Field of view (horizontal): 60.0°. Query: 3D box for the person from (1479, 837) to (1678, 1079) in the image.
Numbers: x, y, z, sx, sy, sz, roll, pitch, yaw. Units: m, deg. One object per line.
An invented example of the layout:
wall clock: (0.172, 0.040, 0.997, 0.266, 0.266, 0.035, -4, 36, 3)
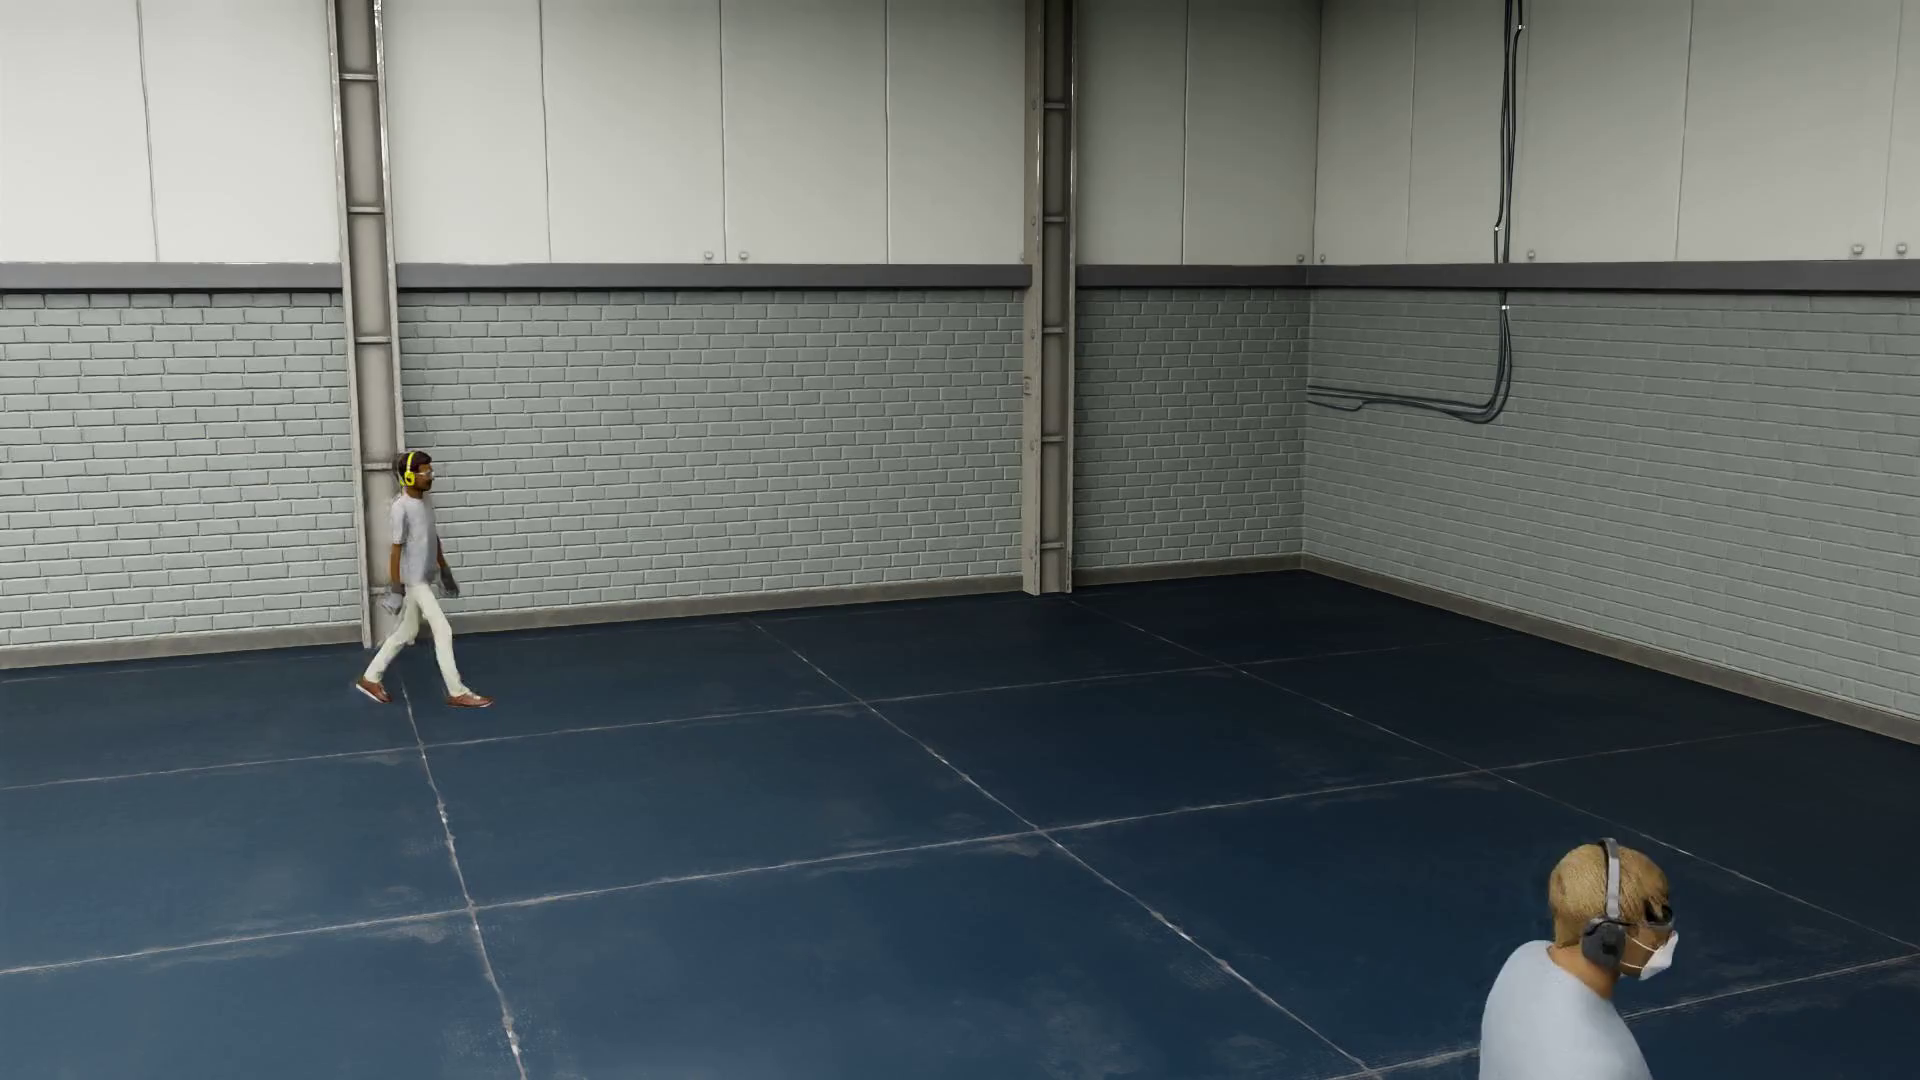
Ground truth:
person: (1.370, 1.539, 3.470, 0.904, 1.902, 0.650, 1, 9, 4)

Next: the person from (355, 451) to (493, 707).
person: (-3.828, 0.276, 11.671, 0.979, 1.831, 0.520, 0, 9, 1)
